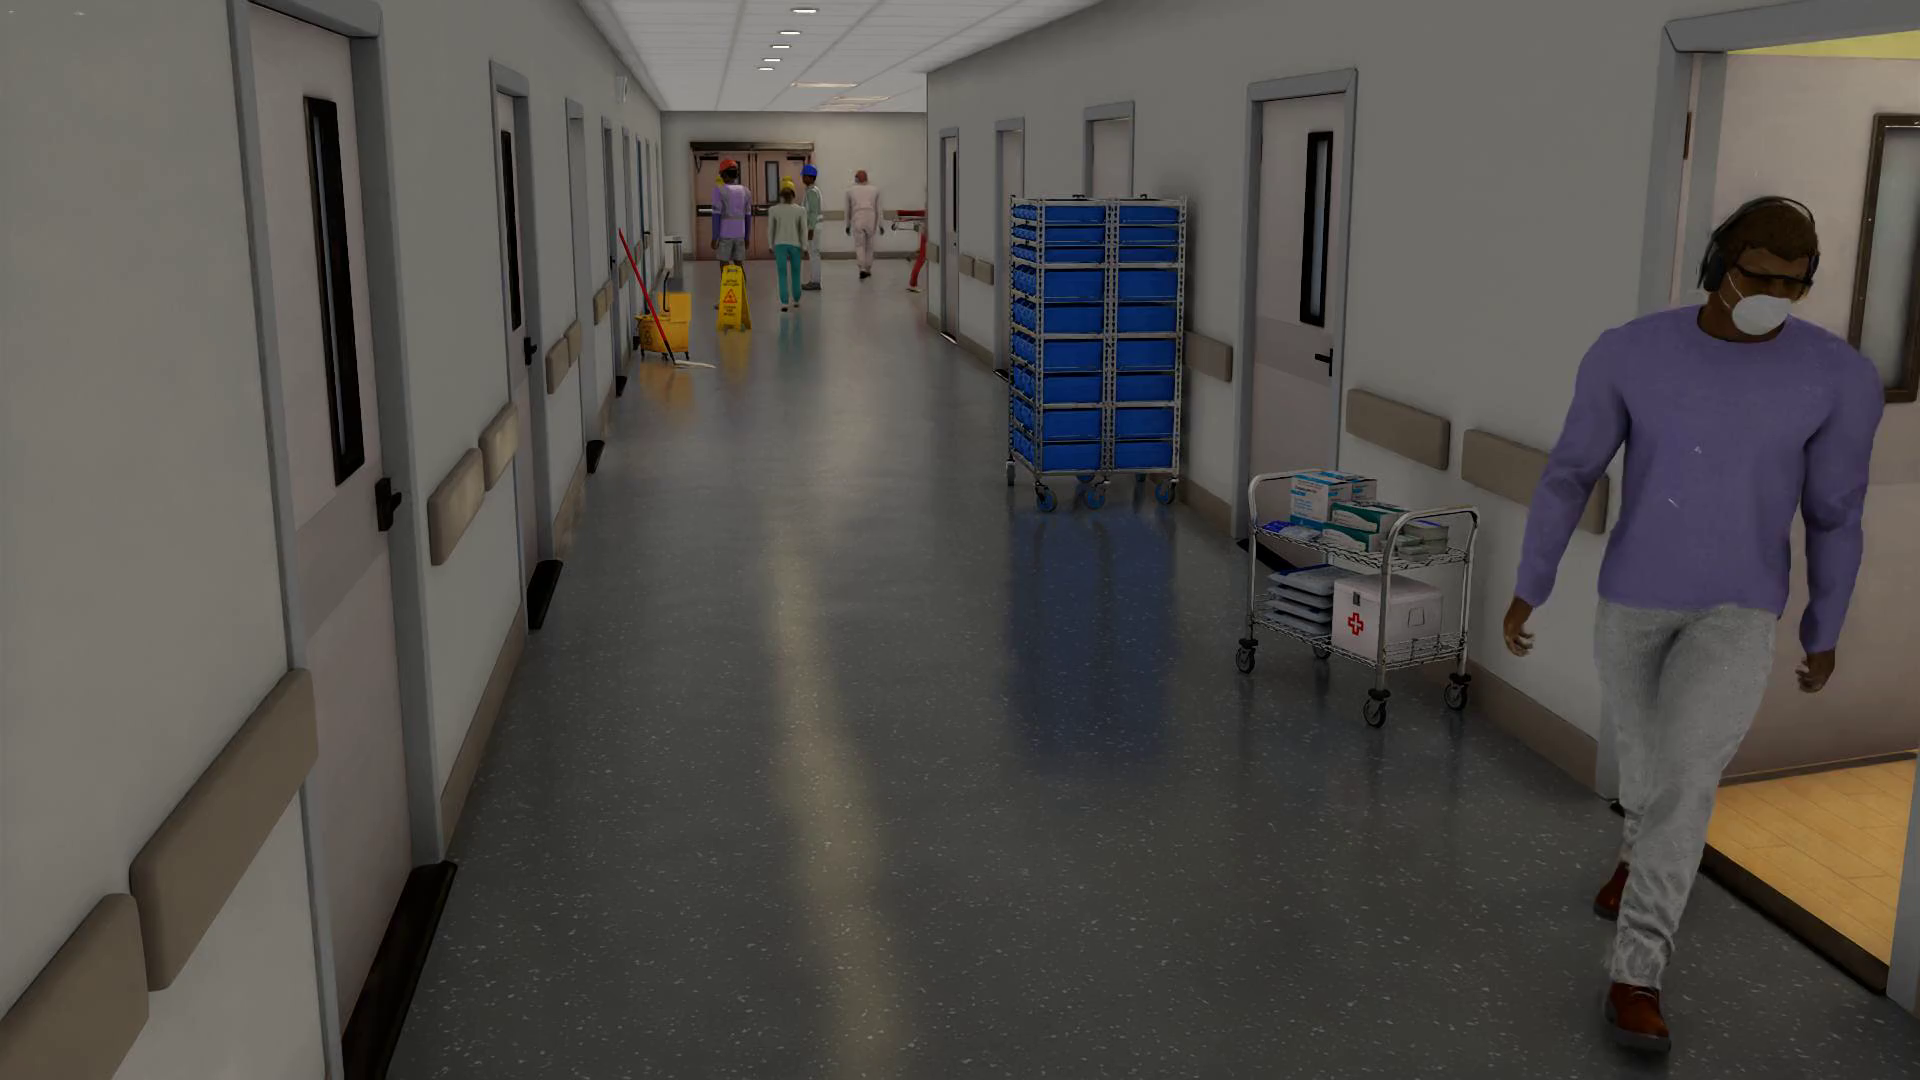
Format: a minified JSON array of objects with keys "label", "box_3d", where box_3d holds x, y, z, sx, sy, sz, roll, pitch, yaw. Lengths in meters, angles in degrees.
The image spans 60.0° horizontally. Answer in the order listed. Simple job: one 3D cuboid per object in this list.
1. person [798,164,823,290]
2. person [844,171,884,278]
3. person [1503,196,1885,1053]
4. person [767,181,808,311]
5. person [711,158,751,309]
[{"label":"person","box_3d":[-2.338,-4.910,26.155,0.382,1.949,0.614,-1,13,-5]},{"label":"person","box_3d":[-1.672,-5.509,29.073,0.690,1.858,1.015,-3,13,-11]},{"label":"person","box_3d":[1.696,0.146,3.896,0.728,1.875,1.032,8,15,32]},{"label":"person","box_3d":[-2.339,-3.986,22.572,0.539,1.718,0.927,-2,13,-8]},{"label":"person","box_3d":[-3.124,-4.151,22.615,0.614,2.030,0.404,-12,17,-42]}]
